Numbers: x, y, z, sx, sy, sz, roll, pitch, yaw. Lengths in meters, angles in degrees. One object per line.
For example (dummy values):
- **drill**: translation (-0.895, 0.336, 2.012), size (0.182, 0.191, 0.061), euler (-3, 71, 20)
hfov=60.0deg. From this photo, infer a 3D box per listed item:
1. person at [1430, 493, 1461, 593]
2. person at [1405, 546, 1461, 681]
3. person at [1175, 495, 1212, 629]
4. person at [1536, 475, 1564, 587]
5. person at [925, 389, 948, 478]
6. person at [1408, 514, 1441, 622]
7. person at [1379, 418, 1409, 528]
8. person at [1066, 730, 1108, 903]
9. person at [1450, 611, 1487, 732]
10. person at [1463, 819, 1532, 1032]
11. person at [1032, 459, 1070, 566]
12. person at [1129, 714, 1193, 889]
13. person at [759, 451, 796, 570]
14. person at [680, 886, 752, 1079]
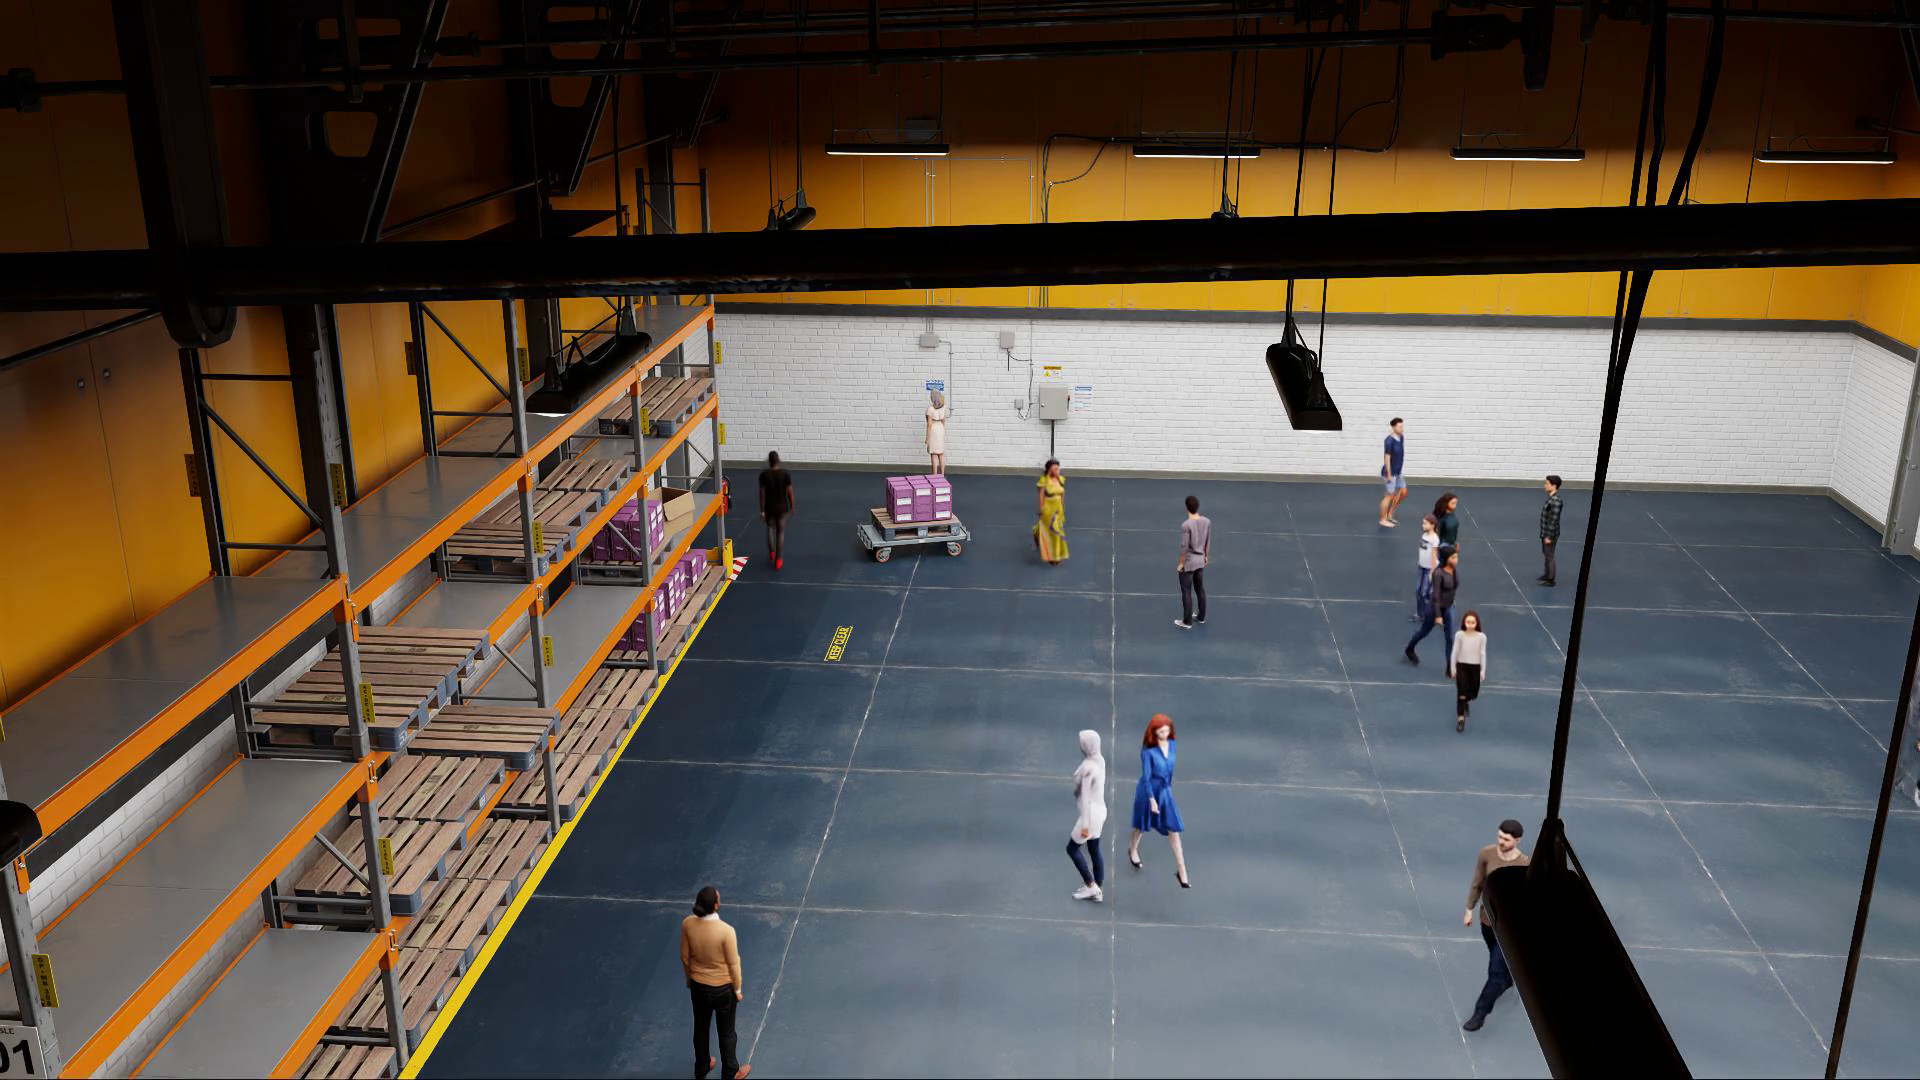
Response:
- **person**: translation (6.871, 0.077, 23.866), size (0.789, 1.600, 0.720), euler (14, 23, 36)
- **person**: translation (6.060, 0.899, 21.273), size (1.051, 1.698, 1.256), euler (-11, 22, -30)
- **person**: translation (3.201, 0.286, 22.852), size (0.736, 1.851, 0.768), euler (-13, 23, -34)
- **person**: translation (8.702, -0.136, 24.482), size (0.705, 1.707, 0.486), euler (2, 19, 7)
- **person**: translation (-0.413, -1.806, 29.244), size (0.674, 1.736, 0.745), euler (-17, 25, -41)
- **person**: translation (6.540, 0.389, 23.020), size (0.765, 1.548, 0.789), euler (-5, 19, -16)
- **person**: translation (6.961, -1.114, 27.045), size (0.824, 1.828, 0.754), euler (17, 25, 41)
- **person**: translation (1.336, 2.675, 15.894), size (0.775, 1.764, 0.632), euler (8, 20, 23)
- **person**: translation (6.042, 1.521, 19.779), size (0.607, 1.472, 0.798), euler (4, 19, 12)
- **person**: translation (4.653, 3.207, 14.198), size (1.266, 1.838, 1.151), euler (-18, 25, -42)
- **person**: translation (1.333, -0.459, 25.398), size (1.229, 1.639, 1.302), euler (-14, 23, -35)
- **person**: translation (1.853, 2.521, 16.352), size (1.008, 1.765, 1.210), euler (-10, 21, -28)
- **person**: translation (-2.774, -0.428, 25.079), size (0.733, 1.783, 0.952), euler (0, 19, 0)
- **person**: translation (-1.978, 3.556, 13.295), size (0.723, 1.754, 0.675), euler (7, 20, 20)
